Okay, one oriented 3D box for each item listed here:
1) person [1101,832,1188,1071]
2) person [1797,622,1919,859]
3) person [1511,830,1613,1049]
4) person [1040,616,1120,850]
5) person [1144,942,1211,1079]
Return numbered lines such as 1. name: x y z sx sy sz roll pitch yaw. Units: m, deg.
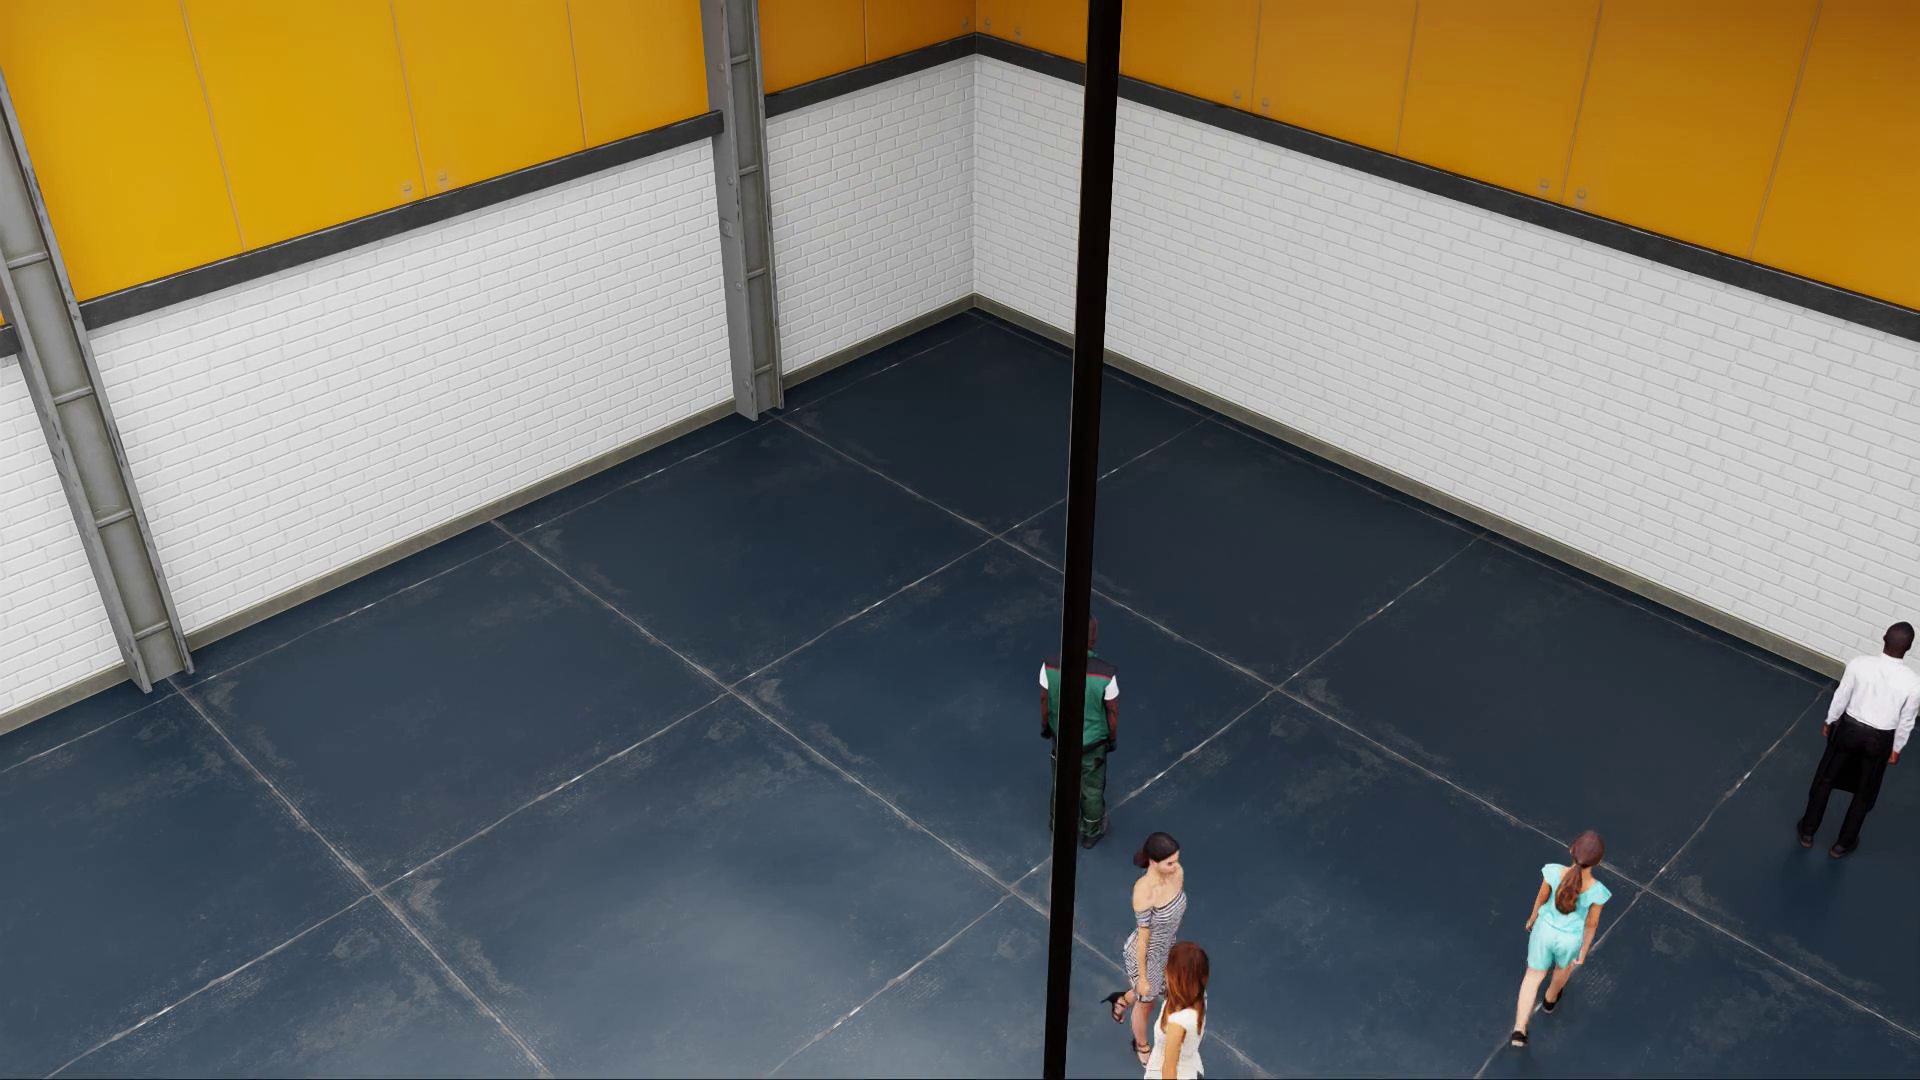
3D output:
1. person: 1.014 2.318 9.437 0.682 1.808 0.653 26 42 34
2. person: 5.927 1.308 10.931 0.667 1.837 0.574 23 40 30
3. person: 3.462 2.333 9.664 0.697 1.533 1.057 19 38 26
4. person: 0.789 1.274 10.978 0.779 1.840 0.771 11 35 15
5. person: 1.211 2.839 8.697 0.915 1.760 0.984 9 35 13
